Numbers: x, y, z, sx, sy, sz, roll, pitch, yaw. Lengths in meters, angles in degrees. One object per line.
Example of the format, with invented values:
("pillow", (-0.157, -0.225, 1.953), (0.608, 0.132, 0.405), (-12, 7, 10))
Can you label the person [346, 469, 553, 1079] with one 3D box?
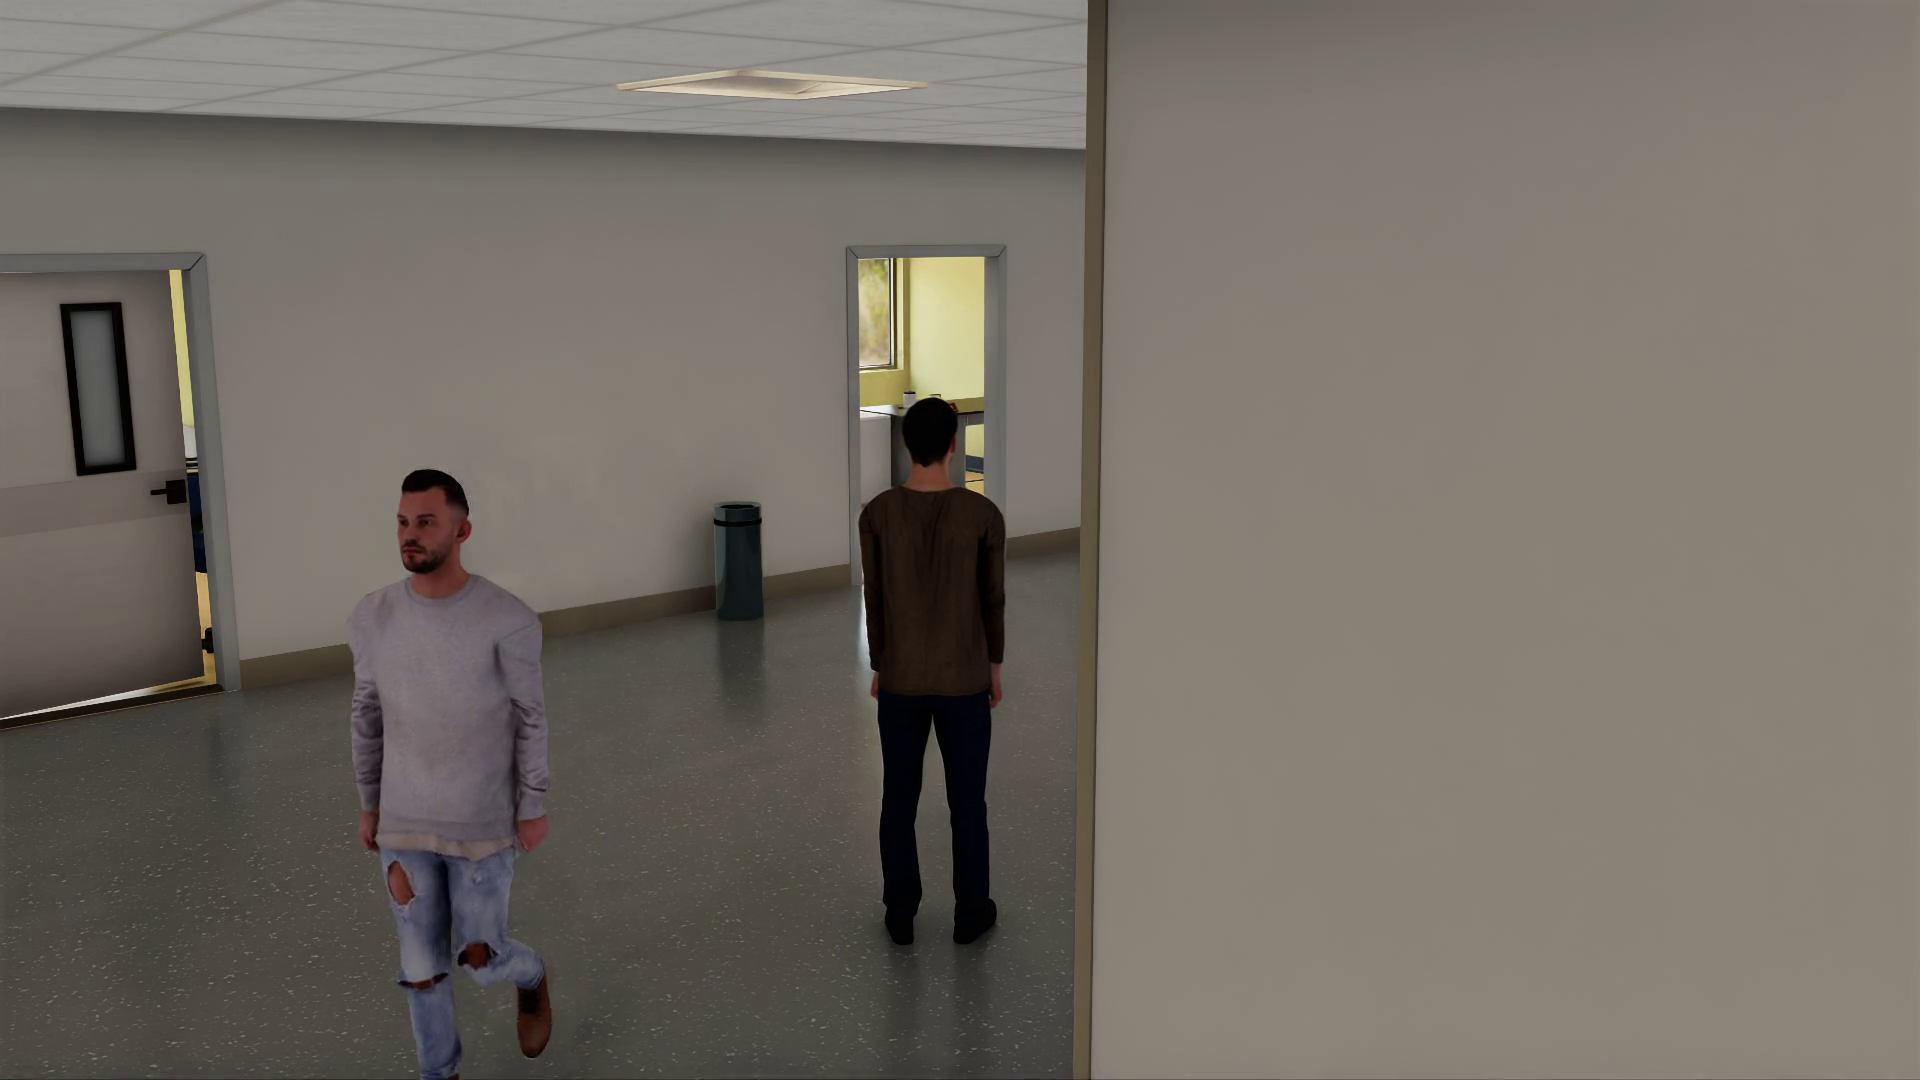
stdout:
("person", (-1.345, 0.709, 4.487), (0.990, 1.823, 1.064), (2, 11, 9))

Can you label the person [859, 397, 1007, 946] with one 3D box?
("person", (-0.091, 0.453, 5.658), (0.735, 1.889, 0.797), (1, 11, 4))
